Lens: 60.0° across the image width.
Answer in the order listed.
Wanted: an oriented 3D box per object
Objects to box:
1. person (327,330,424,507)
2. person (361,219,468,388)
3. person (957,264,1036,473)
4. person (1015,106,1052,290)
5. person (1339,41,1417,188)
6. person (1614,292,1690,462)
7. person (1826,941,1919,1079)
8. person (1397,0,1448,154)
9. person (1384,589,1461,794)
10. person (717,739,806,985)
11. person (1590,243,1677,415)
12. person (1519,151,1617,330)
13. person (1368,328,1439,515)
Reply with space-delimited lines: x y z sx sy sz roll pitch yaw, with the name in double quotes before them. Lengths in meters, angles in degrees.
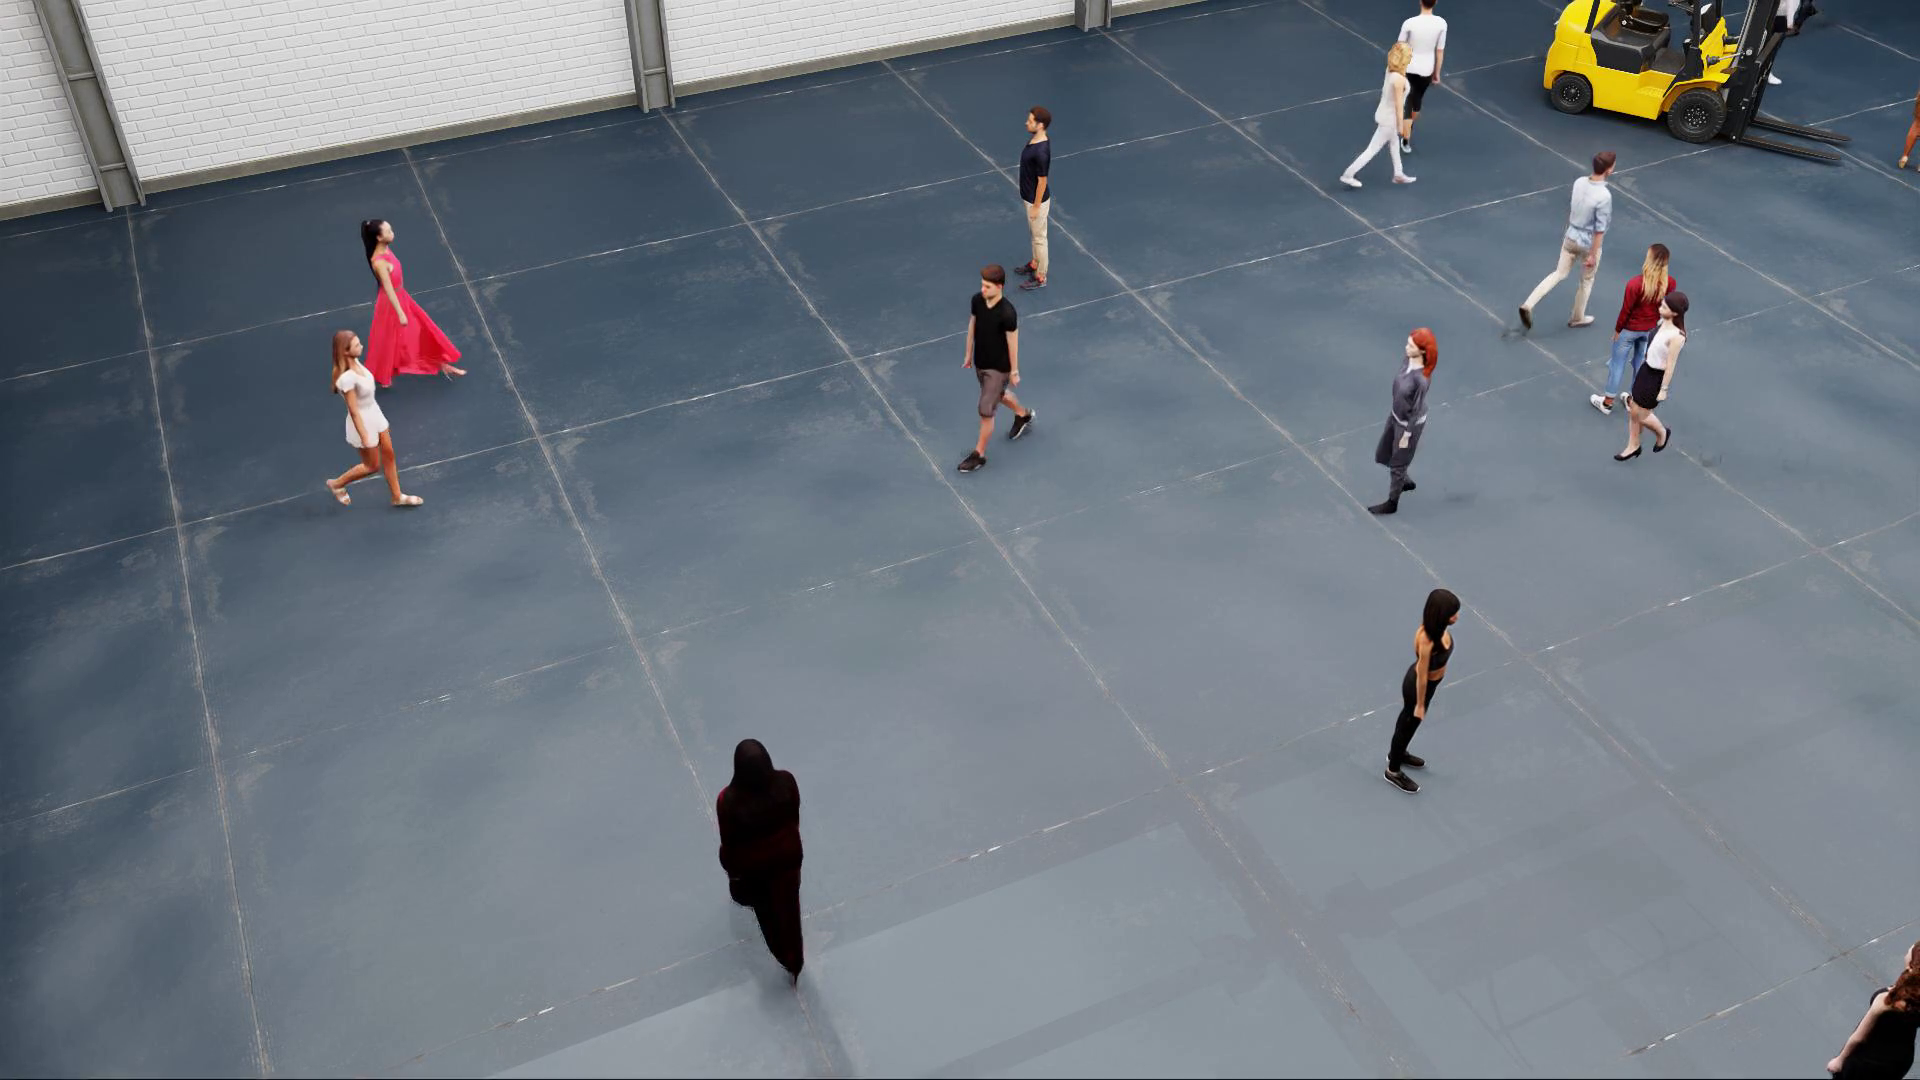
"person" -4.855 -0.928 13.360 1.022 1.682 0.806 -2 39 -2
"person" -5.102 -2.031 14.753 1.217 1.667 0.844 -4 39 -5
"person" 0.357 -1.513 13.969 1.269 1.838 0.903 -27 46 -30
"person" 0.752 -3.357 16.261 0.637 1.859 0.690 -4 39 -5
"person" 4.529 -4.542 17.929 1.185 1.627 0.937 0 39 1
"person" 5.876 -1.327 13.900 0.788 1.632 0.695 -3 39 -3
"person" 4.836 2.729 8.734 0.466 1.742 0.638 -13 40 -16
"person" 5.126 -5.233 18.637 1.081 1.825 1.036 2 39 2
"person" 3.051 0.961 11.027 0.682 1.643 0.611 15 41 18
"person" -1.122 1.909 9.790 1.049 1.705 0.733 -15 41 -18
"person" 5.930 -1.840 14.543 0.538 1.631 0.708 -5 39 -6
"person" 5.727 -2.754 15.535 1.071 1.823 0.651 -15 41 -18
"person" 3.640 -0.939 13.303 0.732 1.772 0.710 -3 39 -3
